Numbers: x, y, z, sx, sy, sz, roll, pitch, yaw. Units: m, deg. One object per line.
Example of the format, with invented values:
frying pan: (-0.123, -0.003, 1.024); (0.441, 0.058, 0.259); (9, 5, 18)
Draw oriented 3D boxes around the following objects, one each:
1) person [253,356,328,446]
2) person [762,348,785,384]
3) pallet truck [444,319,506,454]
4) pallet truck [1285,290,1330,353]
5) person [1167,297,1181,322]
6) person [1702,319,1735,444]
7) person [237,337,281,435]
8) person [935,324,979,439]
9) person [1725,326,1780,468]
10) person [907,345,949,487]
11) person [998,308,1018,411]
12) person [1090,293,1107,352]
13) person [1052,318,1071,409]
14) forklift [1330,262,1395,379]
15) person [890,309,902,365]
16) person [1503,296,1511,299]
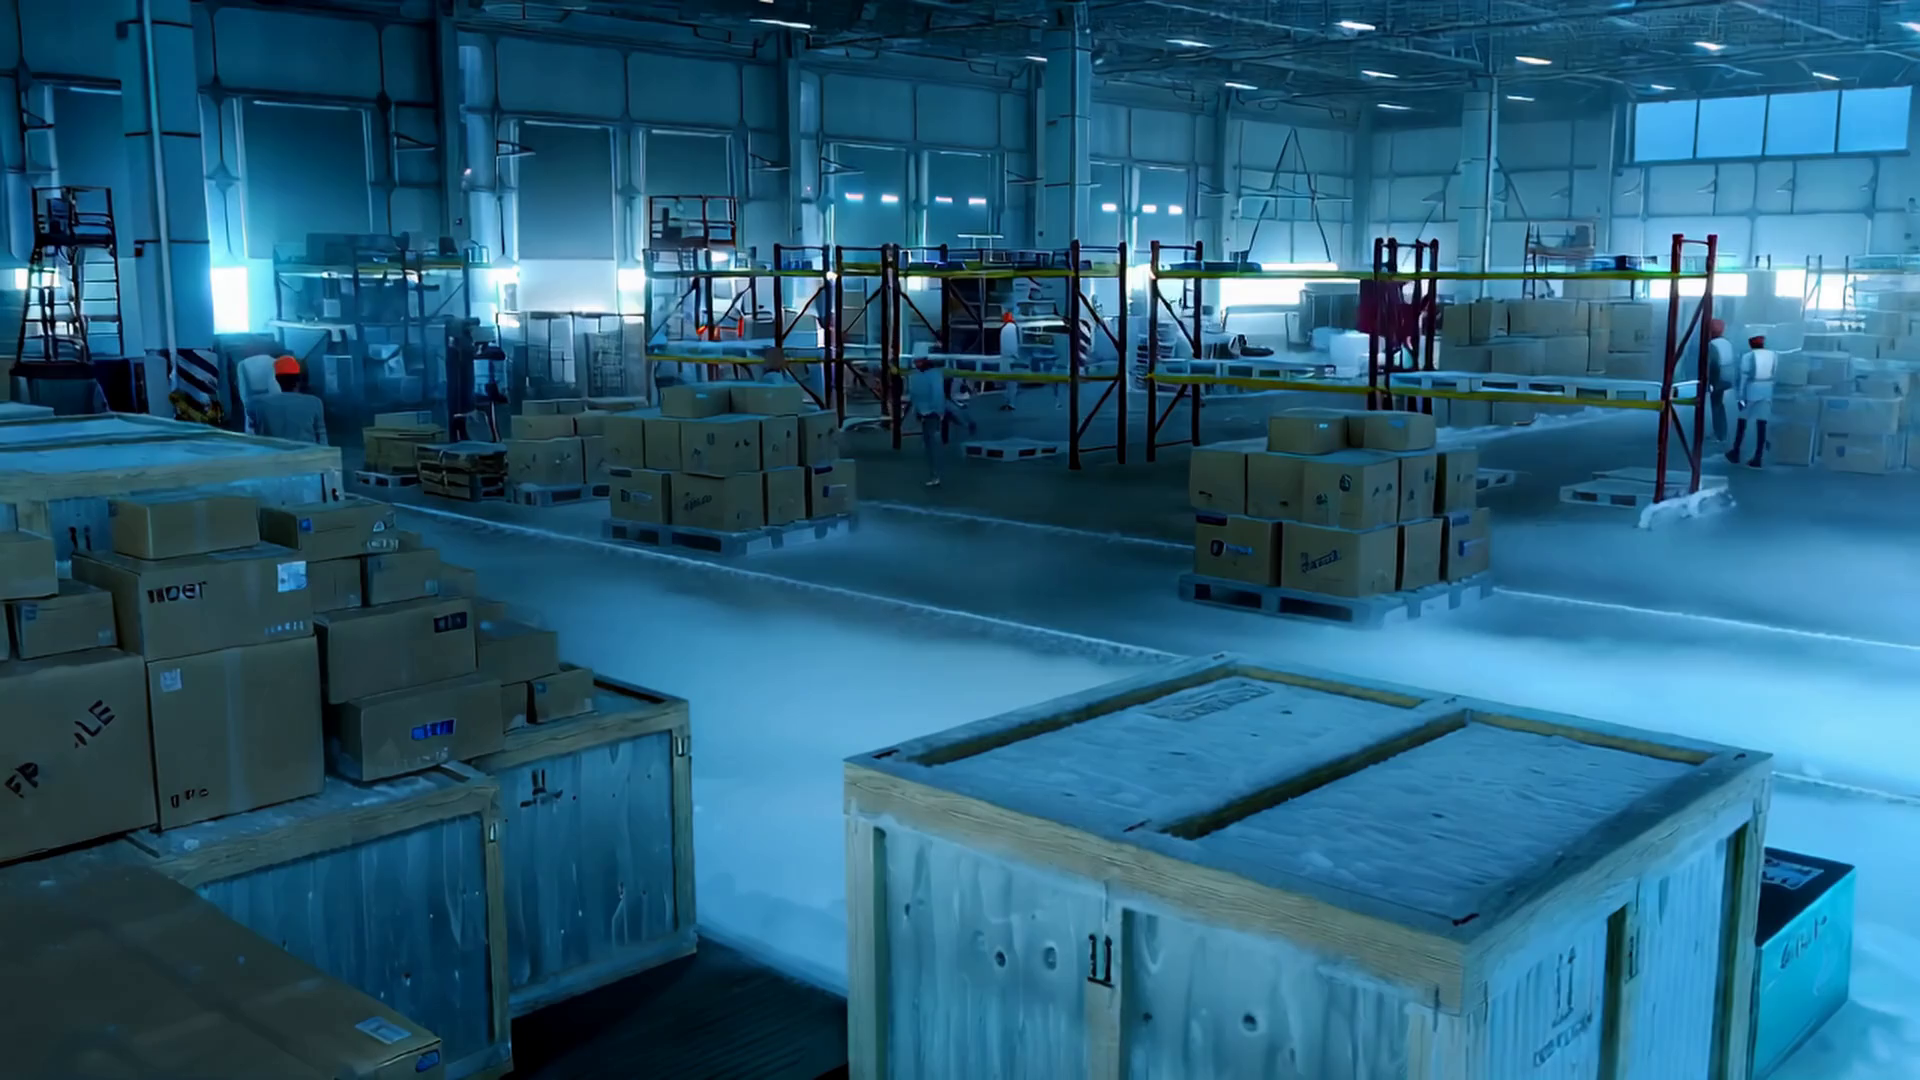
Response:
person: (-5.727, -0.619, 14.295); (0.597, 1.915, 0.400); (-1, 9, -7)
person: (-2.279, -1.505, 20.388); (0.320, 1.695, 0.537); (1, 9, 7)
pallet truck: (-6.981, -1.942, 22.150); (1.885, 1.965, 0.823); (1, 9, 9)
pallet truck: (11.297, -6.951, 52.861); (1.885, 1.965, 0.823); (-5, 11, -29)
person: (5.492, -5.367, 43.402); (0.669, 1.924, 0.636); (1, 9, 3)
person: (11.588, -2.419, 25.385); (0.405, 1.905, 0.607); (9, 13, 42)
person: (-8.770, -1.653, 20.966); (0.640, 1.812, 0.835); (0, 9, 1)
person: (-0.144, -2.456, 25.870); (0.824, 1.817, 0.542); (0, 9, -3)
person: (10.719, -1.939, 22.469); (0.542, 1.879, 0.921); (0, 9, 1)
person: (-0.404, -1.519, 20.340); (0.537, 1.734, 0.551); (7, 12, 38)
person: (0.894, -3.370, 31.105); (0.370, 1.934, 0.627); (2, 9, 11)
person: (4.260, -6.627, 51.108); (0.544, 1.928, 0.392); (-1, 9, -4)
person: (1.980, -3.324, 31.427); (0.485, 1.737, 0.320); (2, 9, 11)
forklift: (9.992, -5.316, 40.140); (1.873, 2.768, 1.129); (-5, 10, -26)
person: (-1.668, -5.232, 43.446); (0.313, 1.631, 0.516); (2, 10, 15)
person: (15.628, -6.066, 47.790); (0.358, 1.881, 0.574); (1, 9, 5)
